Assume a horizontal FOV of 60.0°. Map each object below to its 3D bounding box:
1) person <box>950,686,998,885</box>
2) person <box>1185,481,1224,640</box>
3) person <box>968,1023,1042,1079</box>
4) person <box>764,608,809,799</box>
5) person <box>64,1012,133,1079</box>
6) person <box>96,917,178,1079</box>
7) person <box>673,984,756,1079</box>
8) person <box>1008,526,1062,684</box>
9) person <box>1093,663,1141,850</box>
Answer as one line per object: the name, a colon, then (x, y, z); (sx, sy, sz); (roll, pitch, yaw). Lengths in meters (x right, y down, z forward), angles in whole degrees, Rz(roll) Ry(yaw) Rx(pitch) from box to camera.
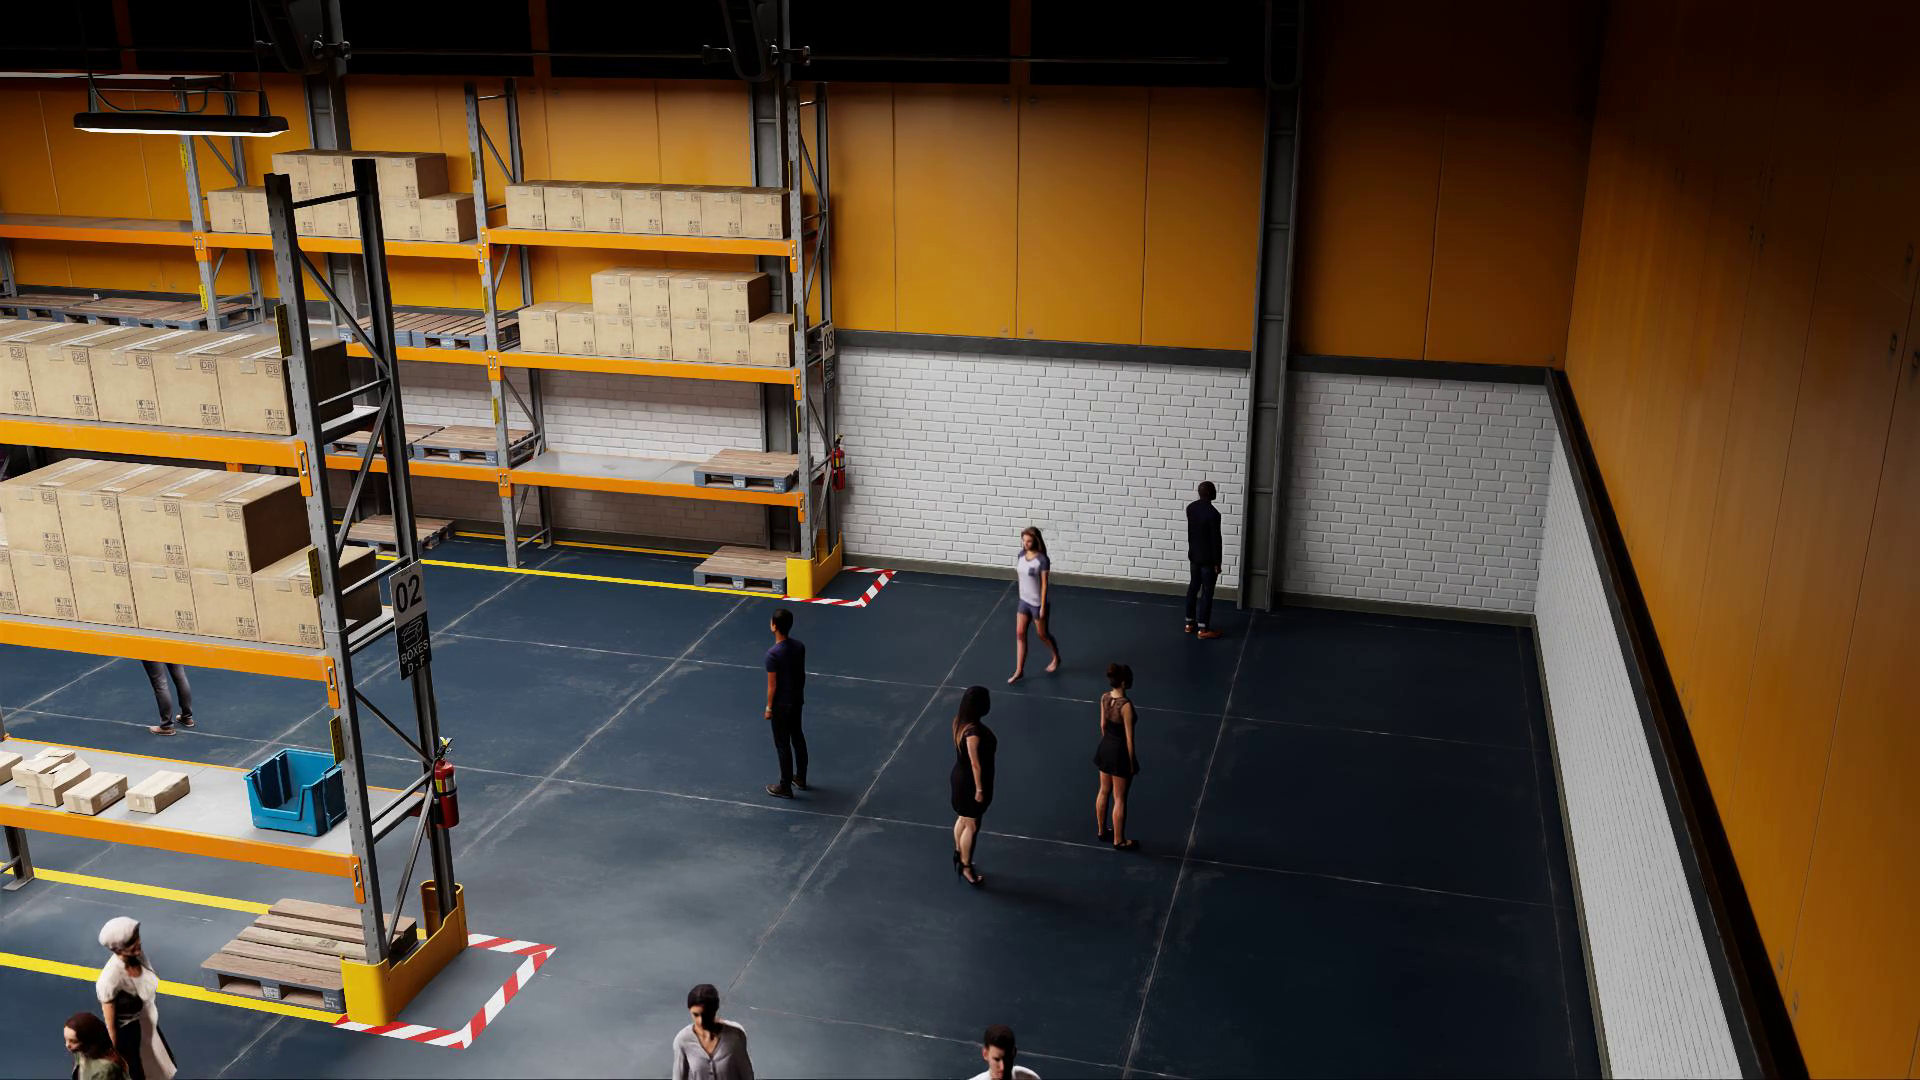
person: (0.086, 2.003, 13.666); (0.767, 1.712, 0.749); (-5, 19, -13)
person: (2.755, 0.208, 18.829); (0.836, 1.818, 0.780); (-10, 21, -27)
person: (0.211, 3.462, 9.093); (0.689, 1.865, 0.813); (-6, 19, -16)
person: (-1.577, 1.470, 15.123); (0.651, 1.792, 0.711); (13, 23, 34)
person: (-4.989, 3.411, 9.921); (0.980, 1.434, 0.895); (16, 24, 39)
person: (-5.228, 3.121, 10.322); (1.045, 1.727, 0.783); (0, 19, 1)
person: (-1.415, 3.295, 9.788); (0.969, 1.738, 0.871); (-2, 19, -6)
person: (0.855, 0.657, 17.678); (1.005, 1.701, 0.971); (17, 25, 41)
person: (1.341, 1.830, 14.240); (0.741, 1.673, 0.678); (-11, 21, -29)
